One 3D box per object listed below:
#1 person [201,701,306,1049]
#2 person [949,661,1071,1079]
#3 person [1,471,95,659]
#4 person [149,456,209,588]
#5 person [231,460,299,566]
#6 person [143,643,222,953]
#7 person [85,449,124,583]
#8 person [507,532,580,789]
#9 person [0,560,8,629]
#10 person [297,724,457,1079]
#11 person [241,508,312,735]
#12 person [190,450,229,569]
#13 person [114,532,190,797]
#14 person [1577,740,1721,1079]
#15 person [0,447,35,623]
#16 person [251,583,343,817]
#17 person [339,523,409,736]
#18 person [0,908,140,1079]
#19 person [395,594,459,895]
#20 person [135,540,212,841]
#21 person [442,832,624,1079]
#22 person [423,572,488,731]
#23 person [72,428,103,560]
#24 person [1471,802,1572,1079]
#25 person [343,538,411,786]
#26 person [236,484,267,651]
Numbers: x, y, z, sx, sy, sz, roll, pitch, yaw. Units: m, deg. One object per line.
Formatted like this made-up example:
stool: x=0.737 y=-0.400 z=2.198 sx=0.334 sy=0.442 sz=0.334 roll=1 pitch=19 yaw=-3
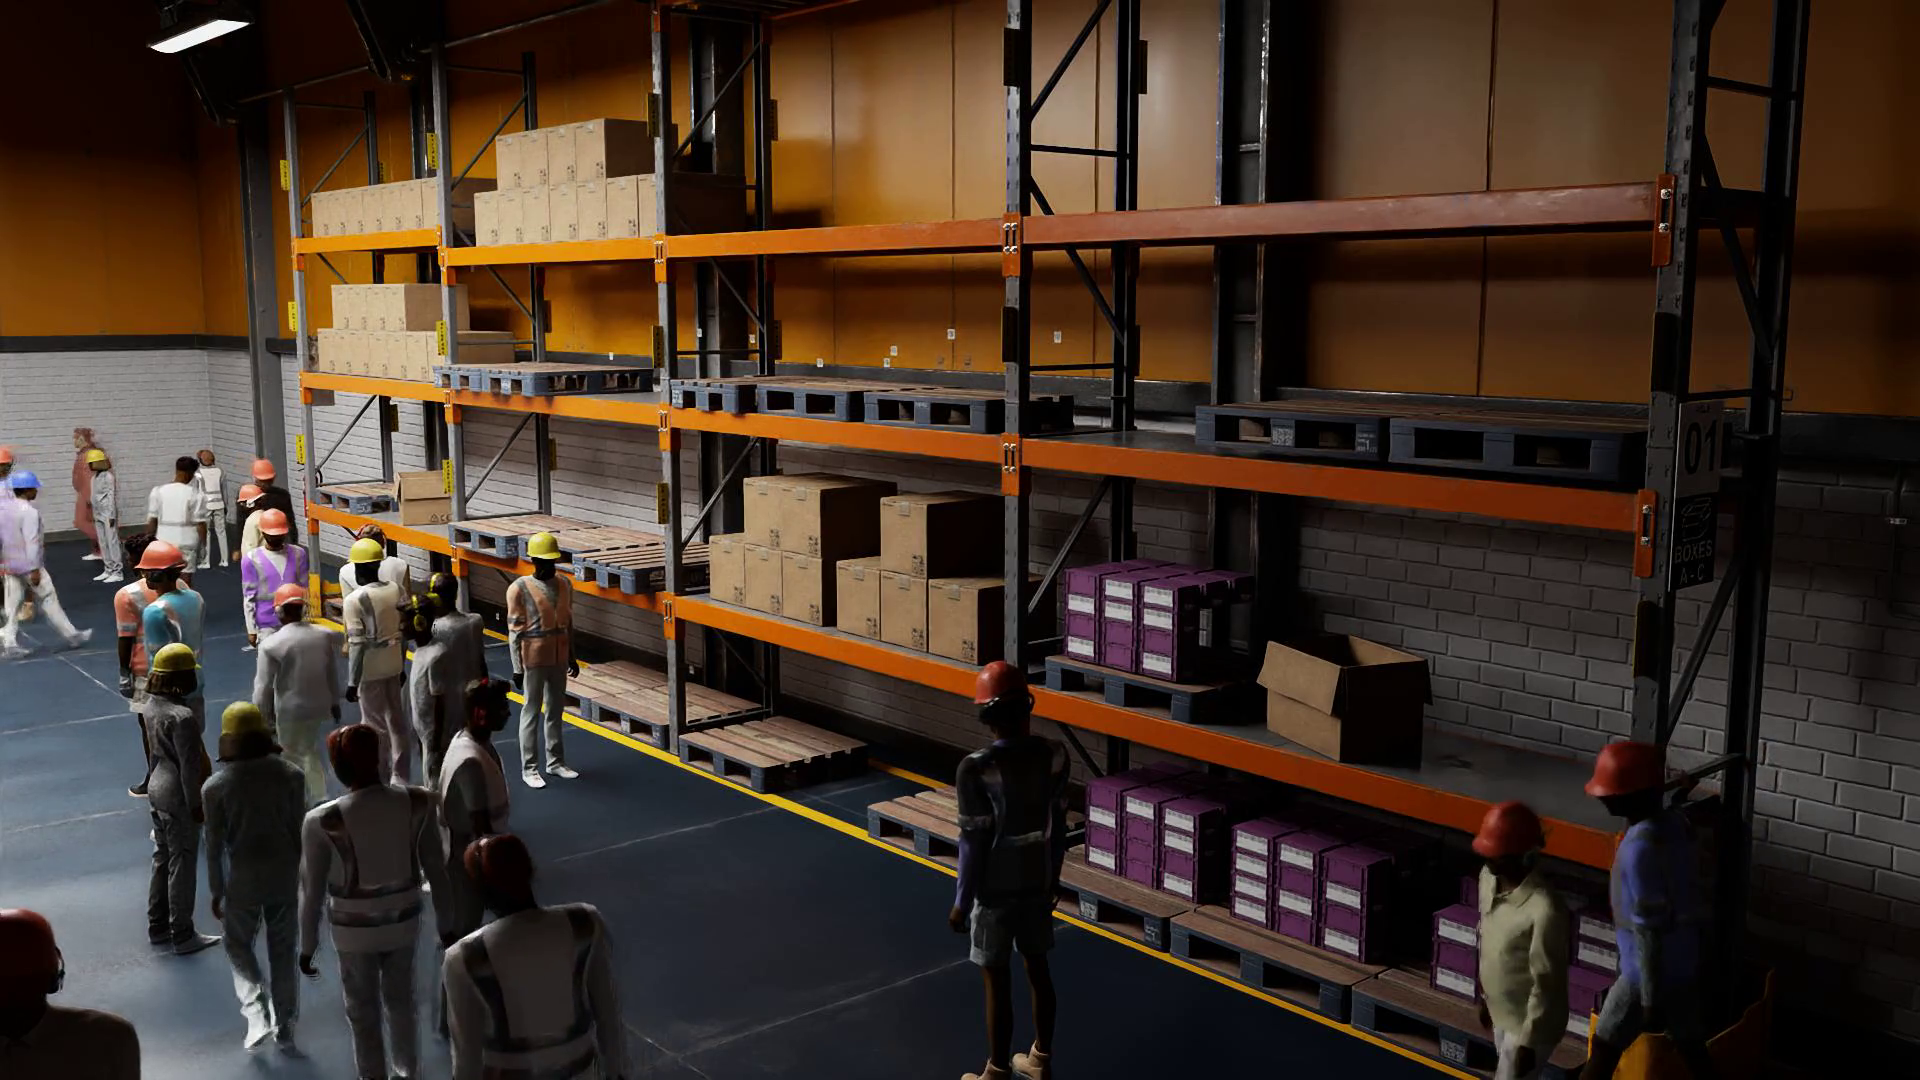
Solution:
person: x=-3.415 y=1.638 z=8.100 sx=0.490 sy=1.718 sz=0.432 roll=-6 pitch=10 yaw=-36
person: x=0.209 y=1.556 z=7.562 sx=0.605 sy=2.033 sz=0.392 roll=-6 pitch=10 yaw=-35
person: x=-9.496 y=0.236 z=17.147 sx=0.639 sy=1.905 sz=0.937 roll=5 pitch=10 yaw=33
person: x=-8.708 y=0.023 z=18.561 sx=0.653 sy=1.934 sz=0.415 roll=-1 pitch=8 yaw=-7
person: x=-7.629 y=0.065 z=18.352 sx=1.054 sy=1.920 sz=0.697 roll=6 pitch=10 yaw=38
person: x=-4.422 y=1.443 z=9.401 sx=0.483 sy=1.734 sz=0.356 roll=8 pitch=11 yaw=43
person: x=-11.145 y=-0.315 z=21.618 sx=0.489 sy=1.731 sz=0.321 roll=6 pitch=10 yaw=35
person: x=-3.116 y=0.892 z=12.537 sx=0.375 sy=1.925 sz=0.595 roll=6 pitch=10 yaw=36
person: x=-8.856 y=0.580 z=14.748 sx=0.987 sy=1.909 sz=0.627 roll=7 pitch=11 yaw=42
person: x=-2.574 y=1.689 z=7.256 sx=0.630 sy=1.848 sz=0.706 roll=-7 pitch=11 yaw=-39
person: x=-5.730 y=0.682 z=14.024 sx=0.550 sy=1.925 sz=0.392 roll=-7 pitch=11 yaw=-42
person: x=-10.218 y=-0.418 z=22.671 sx=0.312 sy=1.632 sz=0.519 roll=7 pitch=10 yaw=38
person: x=-5.946 y=0.916 z=12.290 sx=0.385 sy=1.957 sz=0.602 roll=4 pitch=9 yaw=24
person: x=2.805 y=1.726 z=6.913 sx=0.956 sy=1.871 sz=0.651 roll=7 pitch=11 yaw=39
person: x=-10.748 y=-0.027 z=18.609 sx=0.644 sy=2.013 sz=0.854 roll=2 pitch=8 yaw=11
person: x=-4.556 y=1.159 z=11.405 sx=0.420 sy=1.722 sz=0.659 roll=5 pitch=10 yaw=31
person: x=-4.766 y=0.780 z=13.595 sx=0.565 sy=1.846 sz=0.390 roll=-8 pitch=11 yaw=-43
person: x=-2.624 y=1.990 z=4.716 sx=0.621 sy=1.986 sz=0.409 roll=-4 pitch=9 yaw=-24
person: x=-3.281 y=1.252 z=10.314 sx=0.330 sy=1.856 sz=0.529 roll=-4 pitch=9 yaw=-25
person: x=-5.334 y=1.017 z=11.264 sx=0.386 sy=2.045 sz=0.605 roll=0 pitch=8 yaw=3
person: x=-1.430 y=1.909 z=5.718 sx=0.629 sy=1.854 sz=0.591 roll=-4 pitch=9 yaw=-27
person: x=-3.398 y=1.121 z=11.202 sx=0.392 sy=1.856 sz=0.548 roll=5 pitch=10 yaw=33
person: x=-12.183 y=-0.631 z=23.272 sx=0.443 sy=1.893 sz=0.650 roll=-2 pitch=8 yaw=-11
person: x=2.174 y=1.856 z=6.532 sx=0.455 sy=1.730 sz=0.559 roll=-1 pitch=8 yaw=-6
person: x=-4.280 y=0.946 z=12.165 sx=0.388 sy=1.926 sz=0.590 roll=3 pitch=9 yaw=22
person: x=-7.369 y=0.283 z=17.426 sx=0.350 sy=1.739 sz=0.575 roll=-1 pitch=8 yaw=-6
